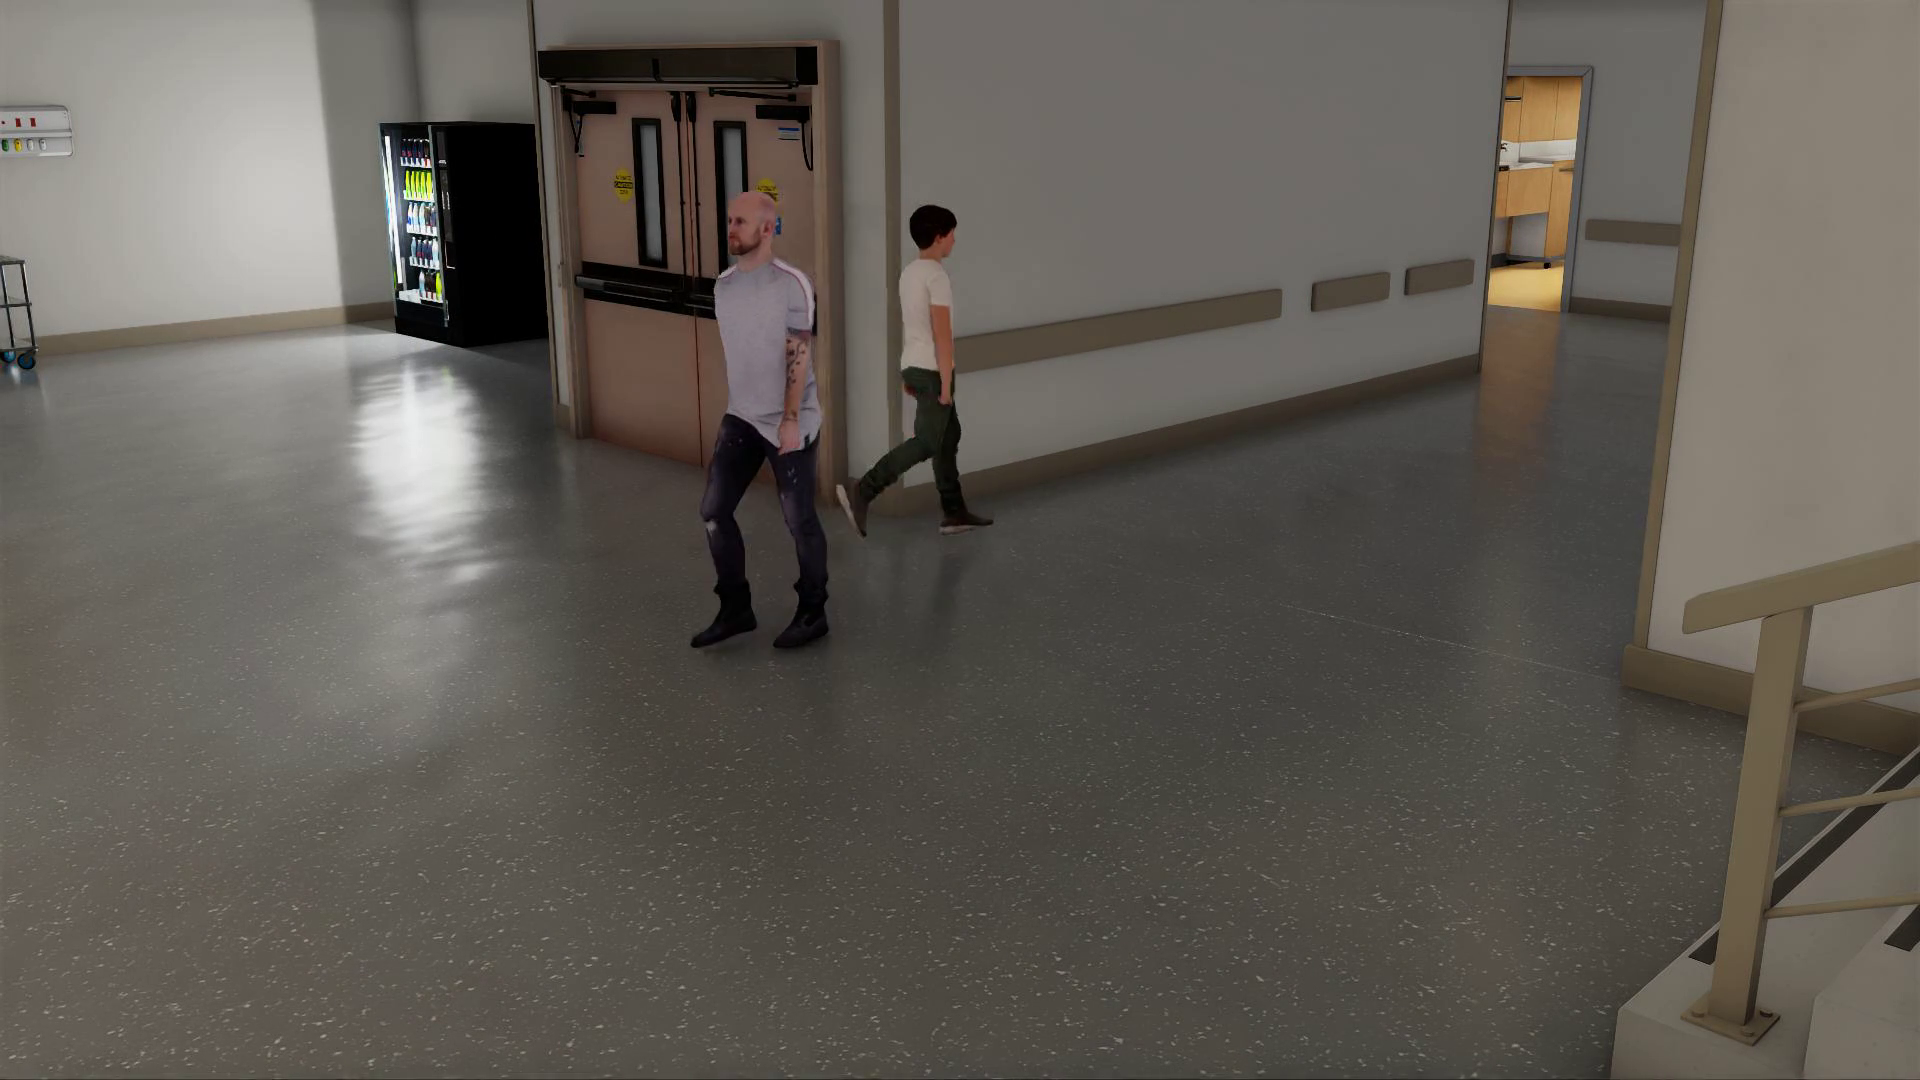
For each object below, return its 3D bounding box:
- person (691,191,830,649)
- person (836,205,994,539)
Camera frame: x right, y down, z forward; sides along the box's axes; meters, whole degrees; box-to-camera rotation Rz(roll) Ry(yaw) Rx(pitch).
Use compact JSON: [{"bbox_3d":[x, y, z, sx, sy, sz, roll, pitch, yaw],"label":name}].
[{"bbox_3d":[-0.683,-0.467,6.649,0.760,1.812,0.807,11,19,34],"label":"person"},{"bbox_3d":[-0.230,-0.781,8.101,0.891,1.629,1.074,-7,17,-22],"label":"person"}]
